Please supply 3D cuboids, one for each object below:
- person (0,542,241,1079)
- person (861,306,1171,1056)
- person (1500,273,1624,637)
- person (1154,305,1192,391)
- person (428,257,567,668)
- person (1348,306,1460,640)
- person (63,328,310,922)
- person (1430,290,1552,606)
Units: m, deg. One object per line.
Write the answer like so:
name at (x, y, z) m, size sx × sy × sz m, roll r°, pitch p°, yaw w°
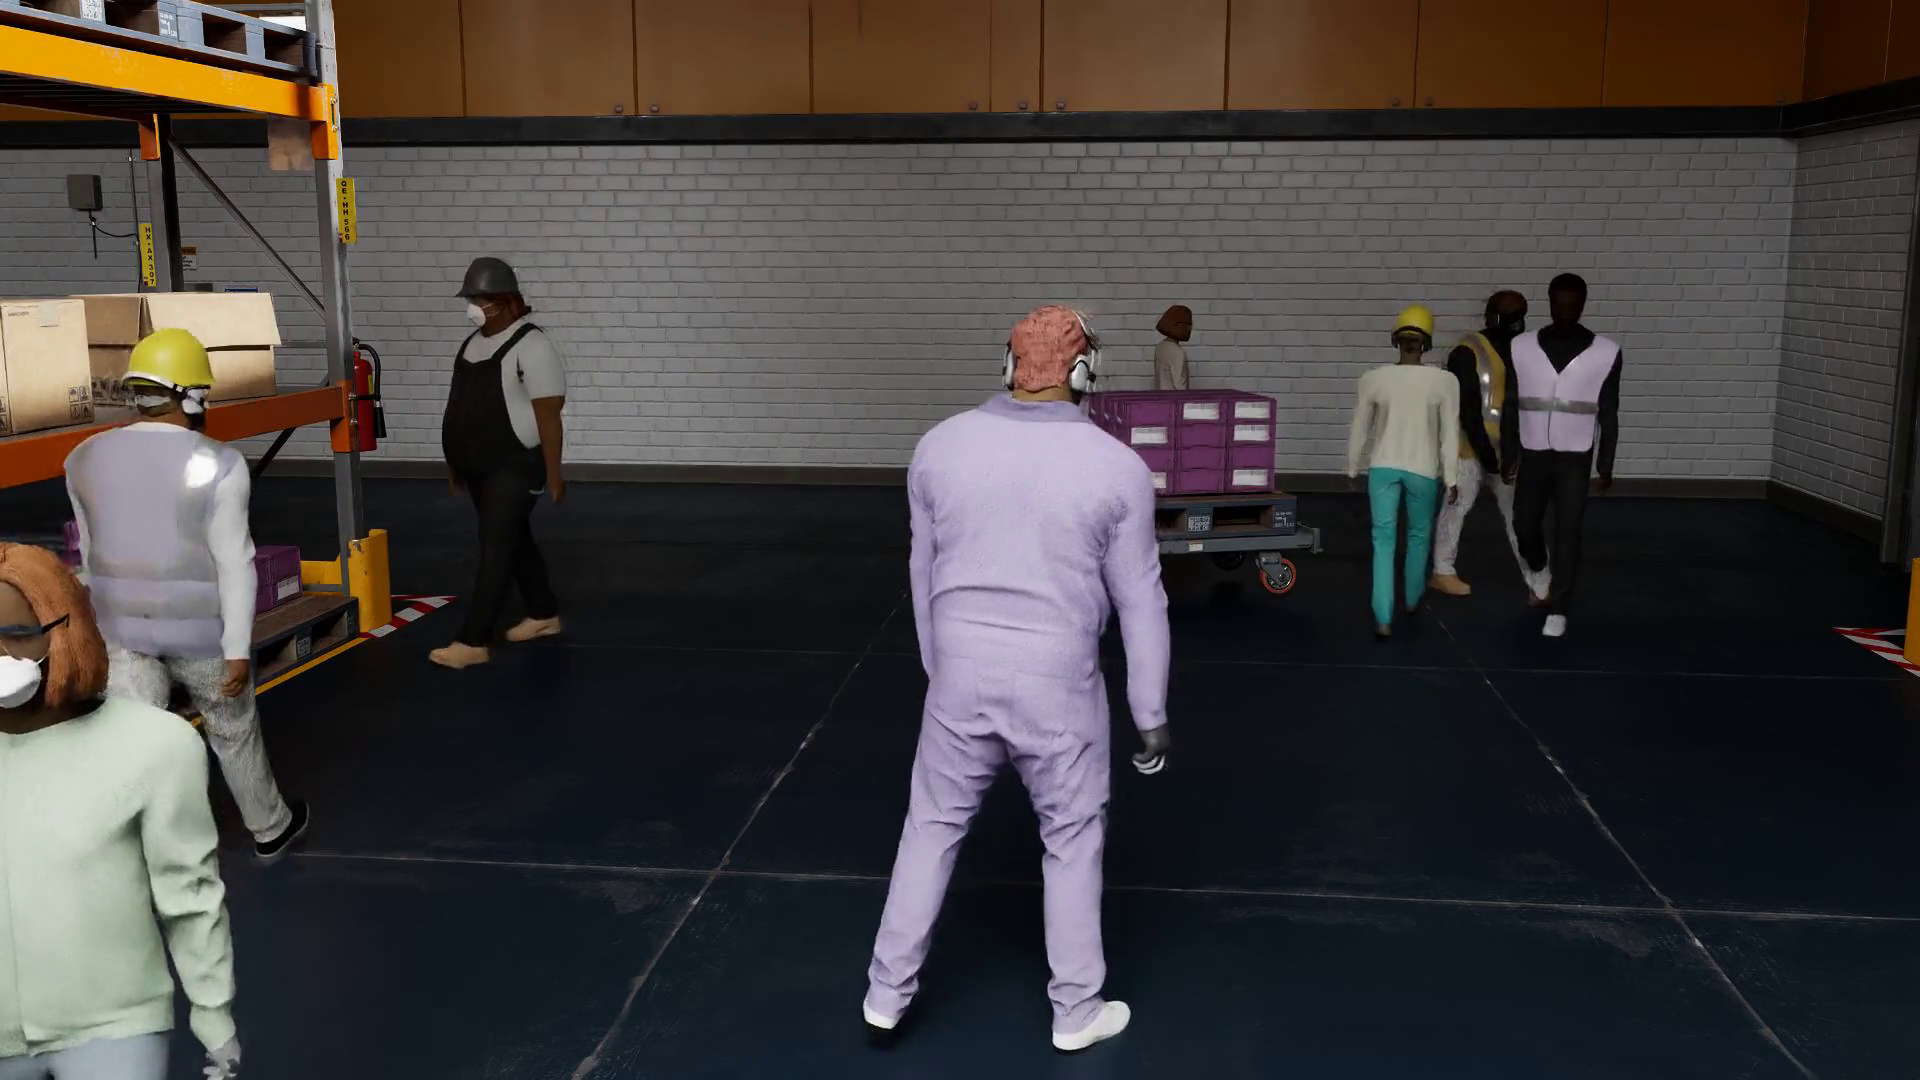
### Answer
person at (-1.431, 0.777, 2.654) m, size 0.511 × 1.595 × 0.864 m, roll -1°, pitch 10°, yaw -7°
person at (0.119, 0.374, 4.138) m, size 0.818 × 1.886 × 0.532 m, roll 4°, pitch 11°, yaw 22°
person at (3.200, -0.469, 8.881) m, size 0.601 × 1.904 × 0.624 m, roll 5°, pitch 11°, yaw 26°
person at (1.545, -0.889, 12.097) m, size 0.294 × 1.623 × 0.508 m, roll -2°, pitch 10°, yaw -12°
person at (-2.331, -0.433, 8.293) m, size 0.696 × 2.000 × 0.929 m, roll 9°, pitch 13°, yaw 40°
person at (2.358, -0.371, 8.848) m, size 0.564 × 1.717 × 0.921 m, roll 3°, pitch 10°, yaw 16°
person at (-2.408, 0.246, 5.143) m, size 0.602 × 1.784 × 0.921 m, roll 1°, pitch 10°, yaw 4°
person at (3.070, -0.520, 9.501) m, size 0.618 × 1.785 × 0.945 m, roll -4°, pitch 11°, yaw -24°
